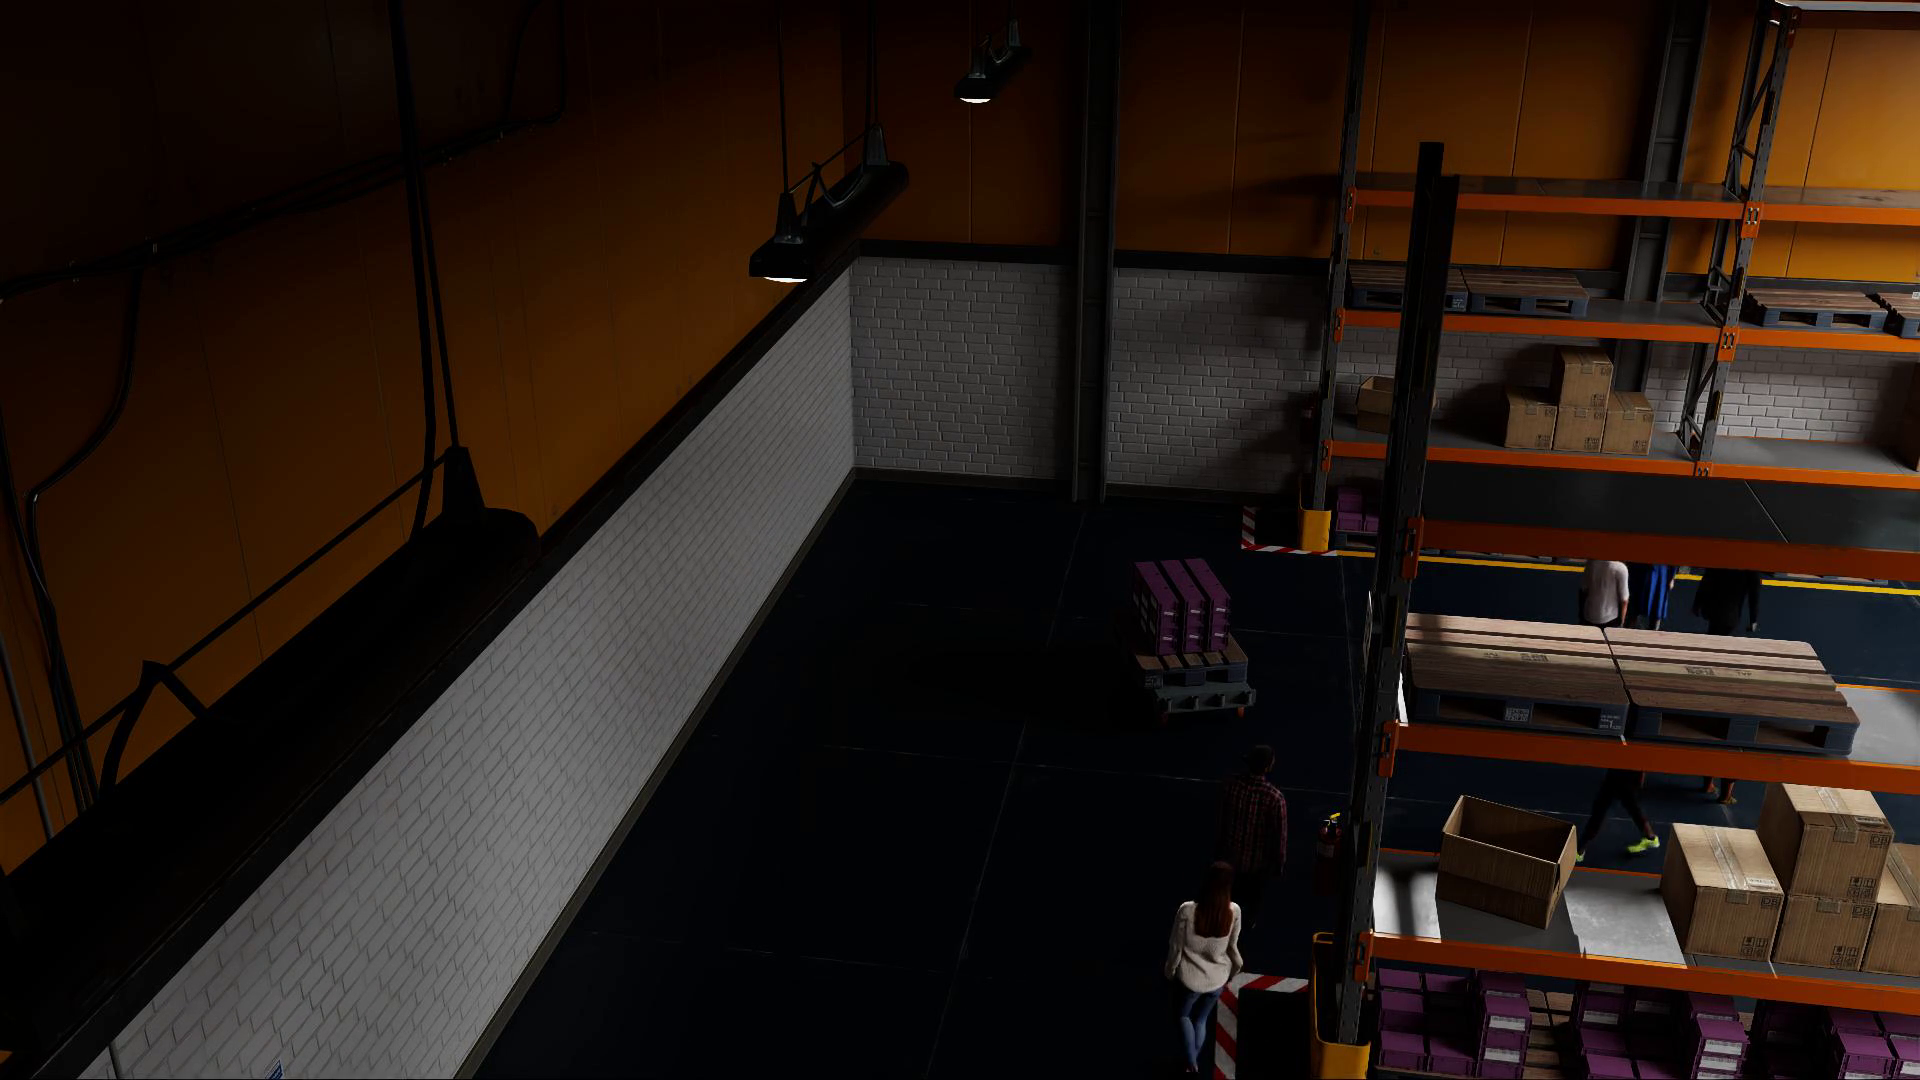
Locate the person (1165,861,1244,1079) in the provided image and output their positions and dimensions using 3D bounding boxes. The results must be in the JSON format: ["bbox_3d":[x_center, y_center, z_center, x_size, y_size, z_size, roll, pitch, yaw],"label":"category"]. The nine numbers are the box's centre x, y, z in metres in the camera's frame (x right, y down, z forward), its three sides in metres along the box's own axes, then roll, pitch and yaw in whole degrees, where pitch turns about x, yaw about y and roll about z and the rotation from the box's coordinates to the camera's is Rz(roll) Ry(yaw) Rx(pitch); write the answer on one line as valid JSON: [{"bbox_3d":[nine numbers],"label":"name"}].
[{"bbox_3d":[1.563,2.844,10.611,0.775,1.672,0.815,-3,24,-7],"label":"person"}]

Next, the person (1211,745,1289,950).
[{"bbox_3d":[2.020,2.275,11.842,1.114,1.729,1.045,15,28,30],"label":"person"}]
